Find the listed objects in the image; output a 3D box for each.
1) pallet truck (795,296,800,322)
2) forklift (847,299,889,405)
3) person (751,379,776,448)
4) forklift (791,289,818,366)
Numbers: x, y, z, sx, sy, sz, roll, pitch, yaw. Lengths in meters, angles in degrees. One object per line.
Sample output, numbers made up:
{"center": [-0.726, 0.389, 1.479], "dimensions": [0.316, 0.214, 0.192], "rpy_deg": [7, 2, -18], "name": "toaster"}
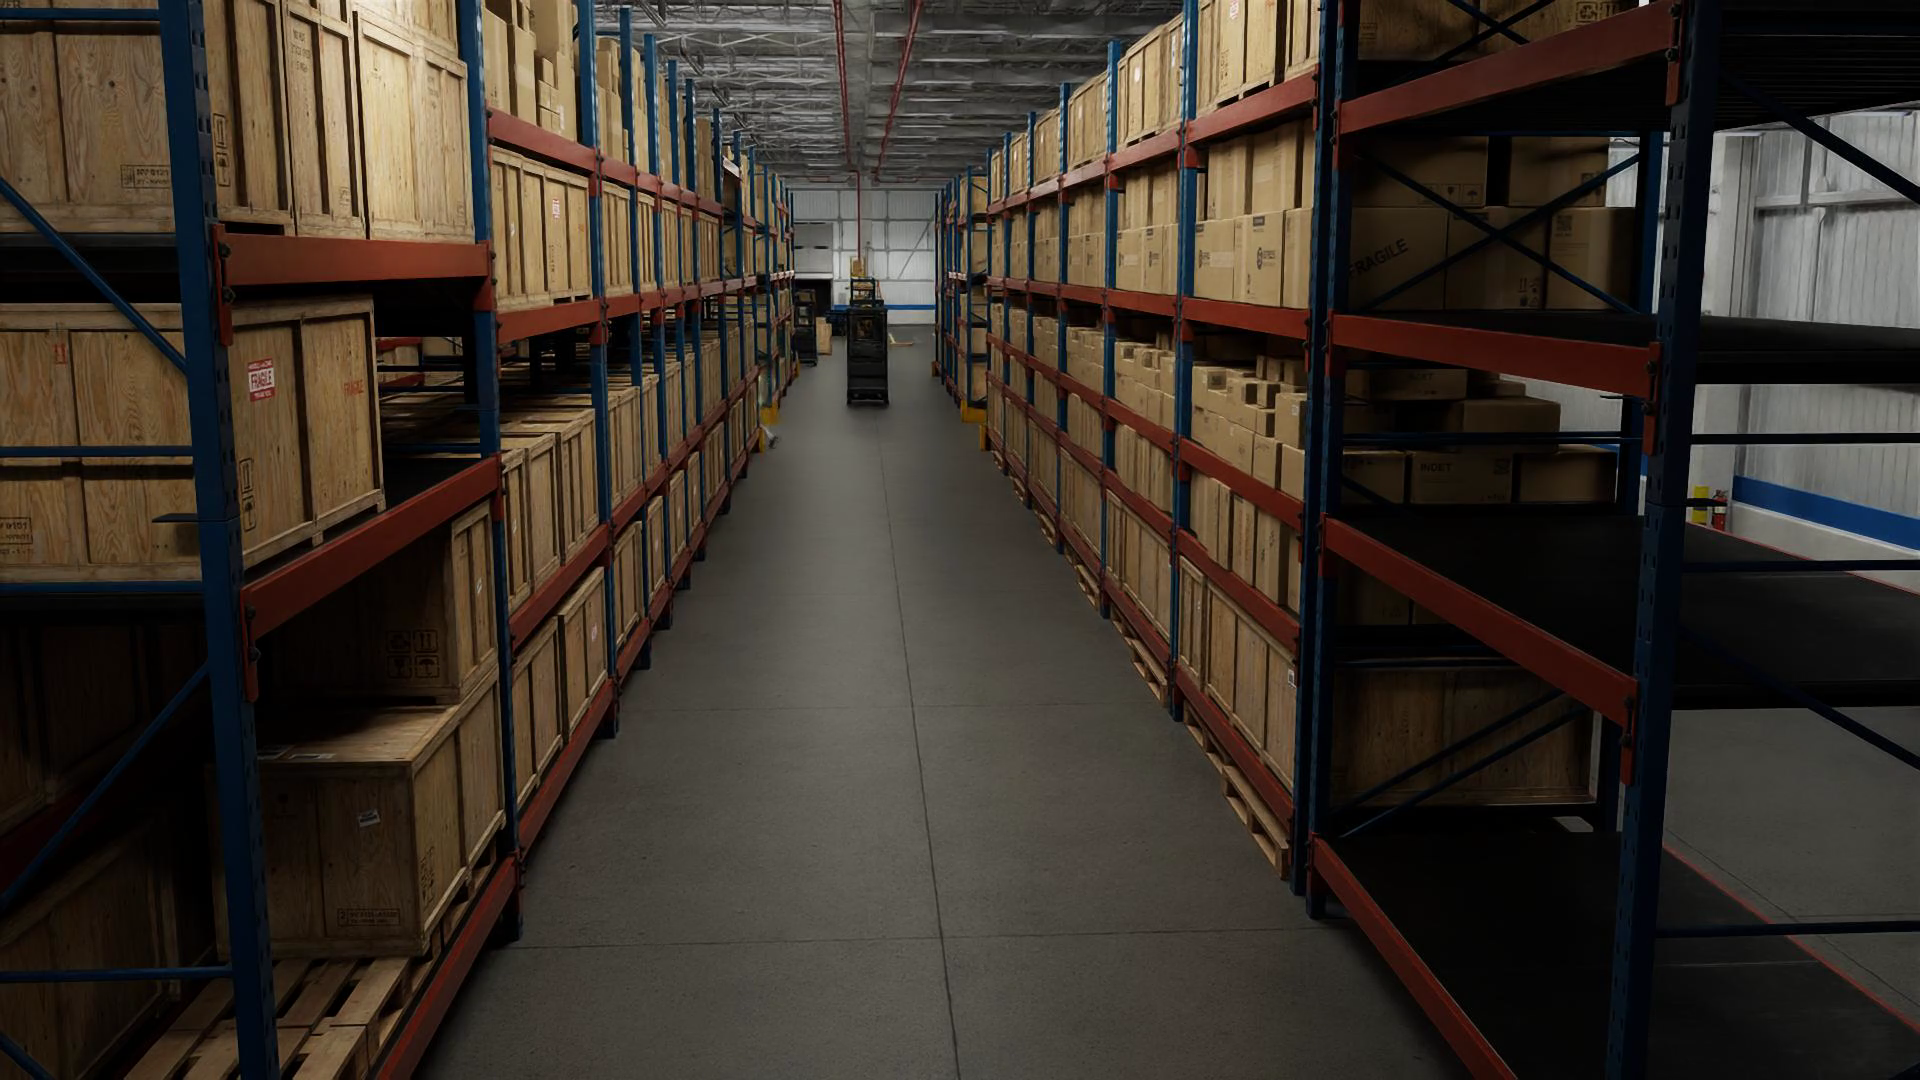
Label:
{"center": [-8.622, -12.439, 91.403], "dimensions": [1.885, 1.965, 0.823], "rpy_deg": [2, 10, 13], "name": "pallet truck"}
{"center": [-2.519, -5.132, 45.122], "dimensions": [1.129, 2.768, 1.873], "rpy_deg": [-1, 10, -3], "name": "forklift"}
{"center": [-4.212, -2.772, 34.164], "dimensions": [0.777, 1.823, 0.576], "rpy_deg": [-1, 10, -8], "name": "person"}
{"center": [-5.854, -7.856, 61.396], "dimensions": [1.129, 2.768, 1.873], "rpy_deg": [-1, 10, -3], "name": "forklift"}
